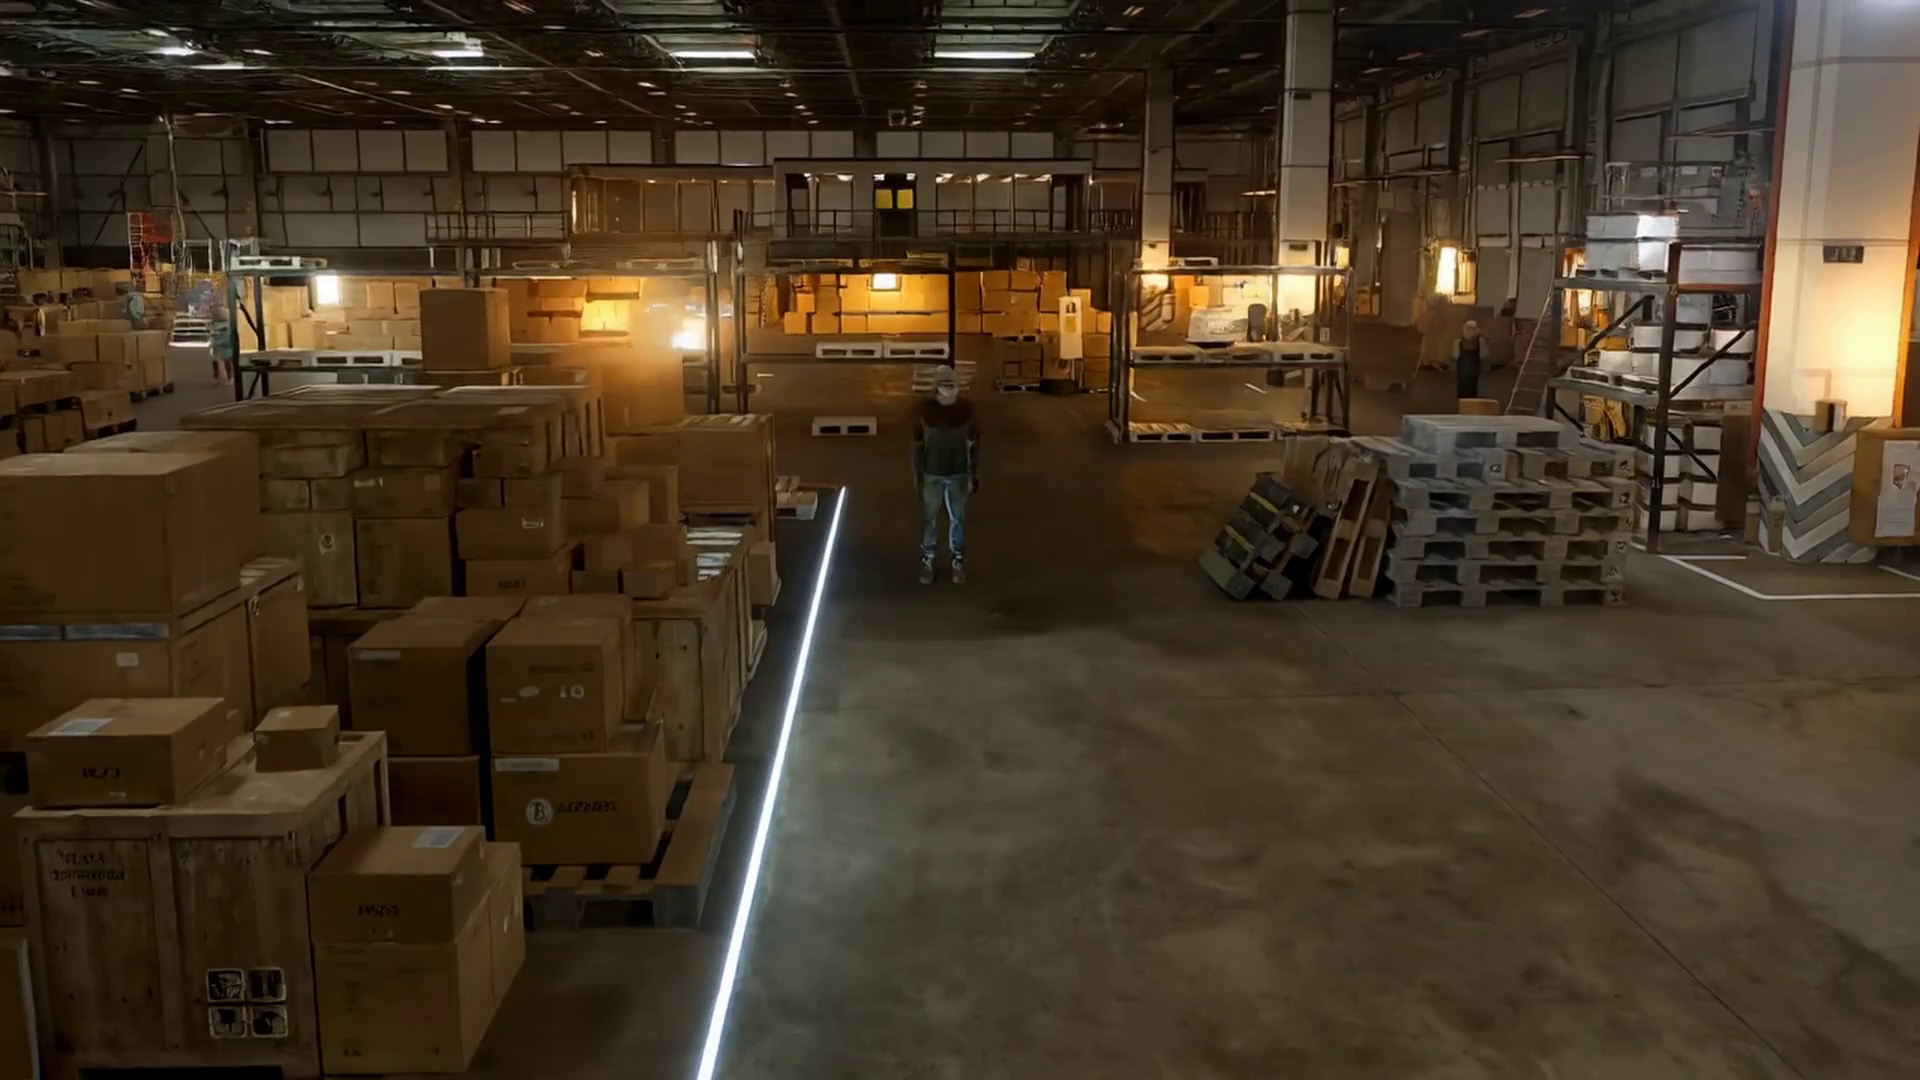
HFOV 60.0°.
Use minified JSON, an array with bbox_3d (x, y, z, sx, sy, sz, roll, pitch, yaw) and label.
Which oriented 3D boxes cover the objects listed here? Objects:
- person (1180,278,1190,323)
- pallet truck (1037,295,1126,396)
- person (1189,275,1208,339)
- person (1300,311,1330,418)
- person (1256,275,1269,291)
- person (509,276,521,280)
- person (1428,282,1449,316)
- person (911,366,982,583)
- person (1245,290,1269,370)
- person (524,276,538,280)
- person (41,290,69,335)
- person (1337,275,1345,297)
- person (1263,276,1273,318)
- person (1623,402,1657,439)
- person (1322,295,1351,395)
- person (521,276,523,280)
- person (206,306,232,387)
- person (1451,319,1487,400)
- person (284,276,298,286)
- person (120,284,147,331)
[{"bbox_3d":[8.537,-8.928,61.975,0.530,1.710,0.869,-6,12,-32],"label":"person"},{"bbox_3d":[2.483,-3.881,33.060,1.885,1.965,0.823,-7,13,-36],"label":"pallet truck"},{"bbox_3d":[7.464,-7.293,52.074,0.611,1.996,0.387,0,10,0],"label":"person"},{"bbox_3d":[6.129,-3.028,28.664,0.521,1.873,0.334,0,10,0],"label":"person"},{"bbox_3d":[12.790,-10.470,70.216,0.622,1.840,0.430,0,10,0],"label":"person"},{"bbox_3d":[-19.875,-11.247,74.278,0.544,1.933,0.376,0,10,0],"label":"person"},{"bbox_3d":[14.631,-6.957,50.739,0.612,1.809,0.907,10,14,44],"label":"person"},{"bbox_3d":[-0.121,-0.580,14.837,0.628,1.940,0.377,0,10,0],"label":"person"},{"bbox_3d":[7.020,-4.971,39.412,0.636,1.899,0.639,8,13,39],"label":"person"},{"bbox_3d":[-15.810,-8.985,61.365,0.606,2.045,0.389,0,10,0],"label":"person"},{"bbox_3d":[-20.630,-4.727,37.947,0.628,1.936,0.377,0,10,0],"label":"person"},{"bbox_3d":[14.527,-9.405,64.018,0.544,1.933,0.376,0,10,0],"label":"person"},{"bbox_3d":[12.043,-9.431,64.816,0.533,1.697,0.322,0,10,0],"label":"person"},{"bbox_3d":[8.526,-1.549,20.775,0.485,1.744,0.308,0,10,0],"label":"person"},{"bbox_3d":[7.455,-3.859,32.958,0.611,1.990,0.392,0,10,0],"label":"person"},{"bbox_3d":[-21.568,-12.443,80.951,0.587,1.928,0.381,0,10,0],"label":"person"},{"bbox_3d":[-15.469,-4.036,34.762,0.533,1.697,0.322,0,10,0],"label":"person"},{"bbox_3d":[8.109,-2.607,26.470,0.520,1.821,0.781,5,11,24],"label":"person"},{"bbox_3d":[-28.481,-10.594,70.776,0.574,1.883,0.360,0,10,0],"label":"person"},{"bbox_3d":[-20.736,-5.438,41.612,0.713,2.000,0.929,4,11,22],"label":"person"}]
